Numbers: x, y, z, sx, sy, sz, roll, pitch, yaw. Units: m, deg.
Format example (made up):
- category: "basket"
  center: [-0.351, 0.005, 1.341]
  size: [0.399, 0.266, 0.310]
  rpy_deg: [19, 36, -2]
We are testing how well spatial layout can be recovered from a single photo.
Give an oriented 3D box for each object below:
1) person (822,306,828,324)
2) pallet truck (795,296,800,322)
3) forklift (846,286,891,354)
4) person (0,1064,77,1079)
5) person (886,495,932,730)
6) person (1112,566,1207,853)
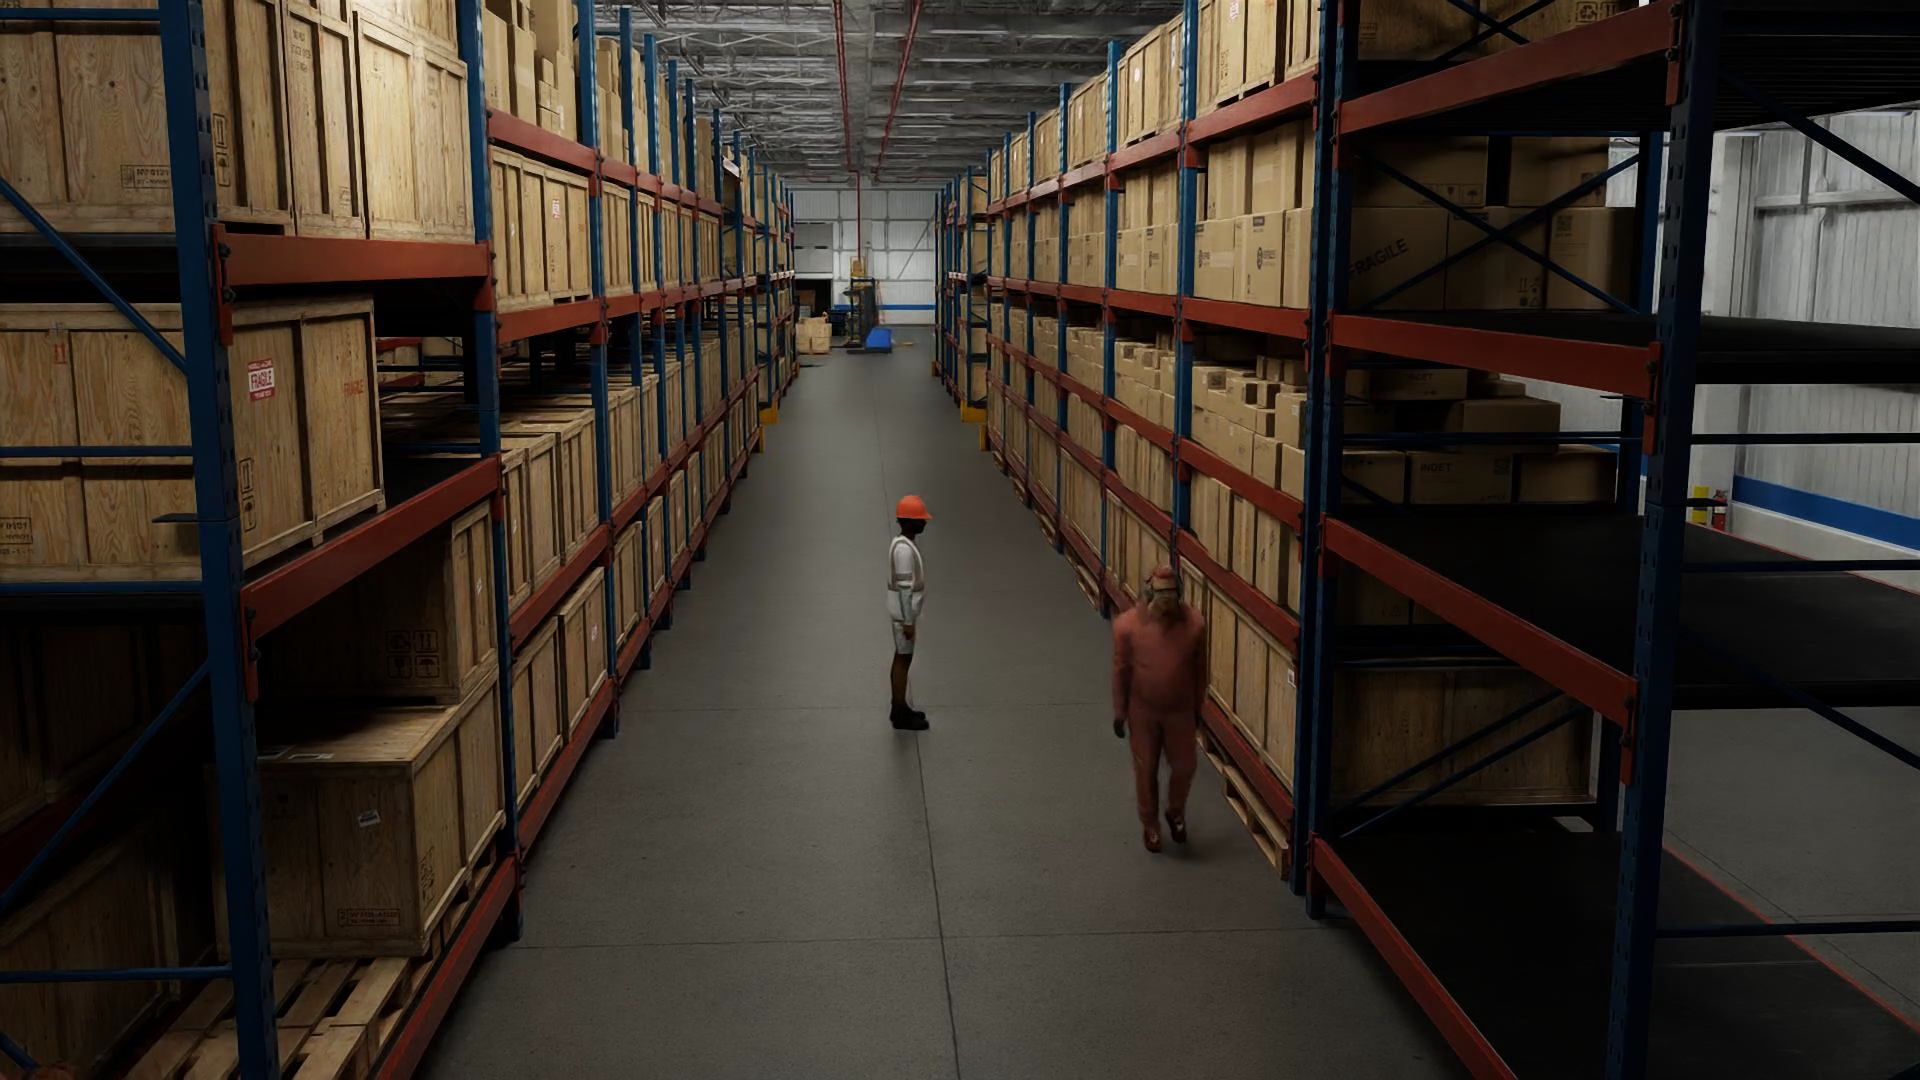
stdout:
- category: "person"
  center: [-6.593, -10.587, 81.263]
  size: [0.321, 1.690, 0.533]
  rpy_deg: [-3, 10, -20]
- category: "pallet truck"
  center: [-8.622, -12.439, 91.403]
  size: [1.885, 1.965, 0.823]
  rpy_deg: [2, 10, 13]
- category: "forklift"
  center: [-3.794, -9.113, 68.905]
  size: [1.873, 2.768, 1.129]
  rpy_deg: [-1, 10, -3]
- category: "person"
  center: [-2.518, 2.264, 4.815]
  size: [0.920, 1.585, 0.505]
  rpy_deg: [-2, 10, -10]
- category: "person"
  center: [-0.419, 0.590, 13.751]
  size: [0.379, 1.938, 0.547]
  rpy_deg: [-1, 10, -4]
- category: "person"
  center: [1.301, 1.103, 10.830]
  size: [0.646, 1.892, 0.442]
  rpy_deg: [0, 10, -2]
